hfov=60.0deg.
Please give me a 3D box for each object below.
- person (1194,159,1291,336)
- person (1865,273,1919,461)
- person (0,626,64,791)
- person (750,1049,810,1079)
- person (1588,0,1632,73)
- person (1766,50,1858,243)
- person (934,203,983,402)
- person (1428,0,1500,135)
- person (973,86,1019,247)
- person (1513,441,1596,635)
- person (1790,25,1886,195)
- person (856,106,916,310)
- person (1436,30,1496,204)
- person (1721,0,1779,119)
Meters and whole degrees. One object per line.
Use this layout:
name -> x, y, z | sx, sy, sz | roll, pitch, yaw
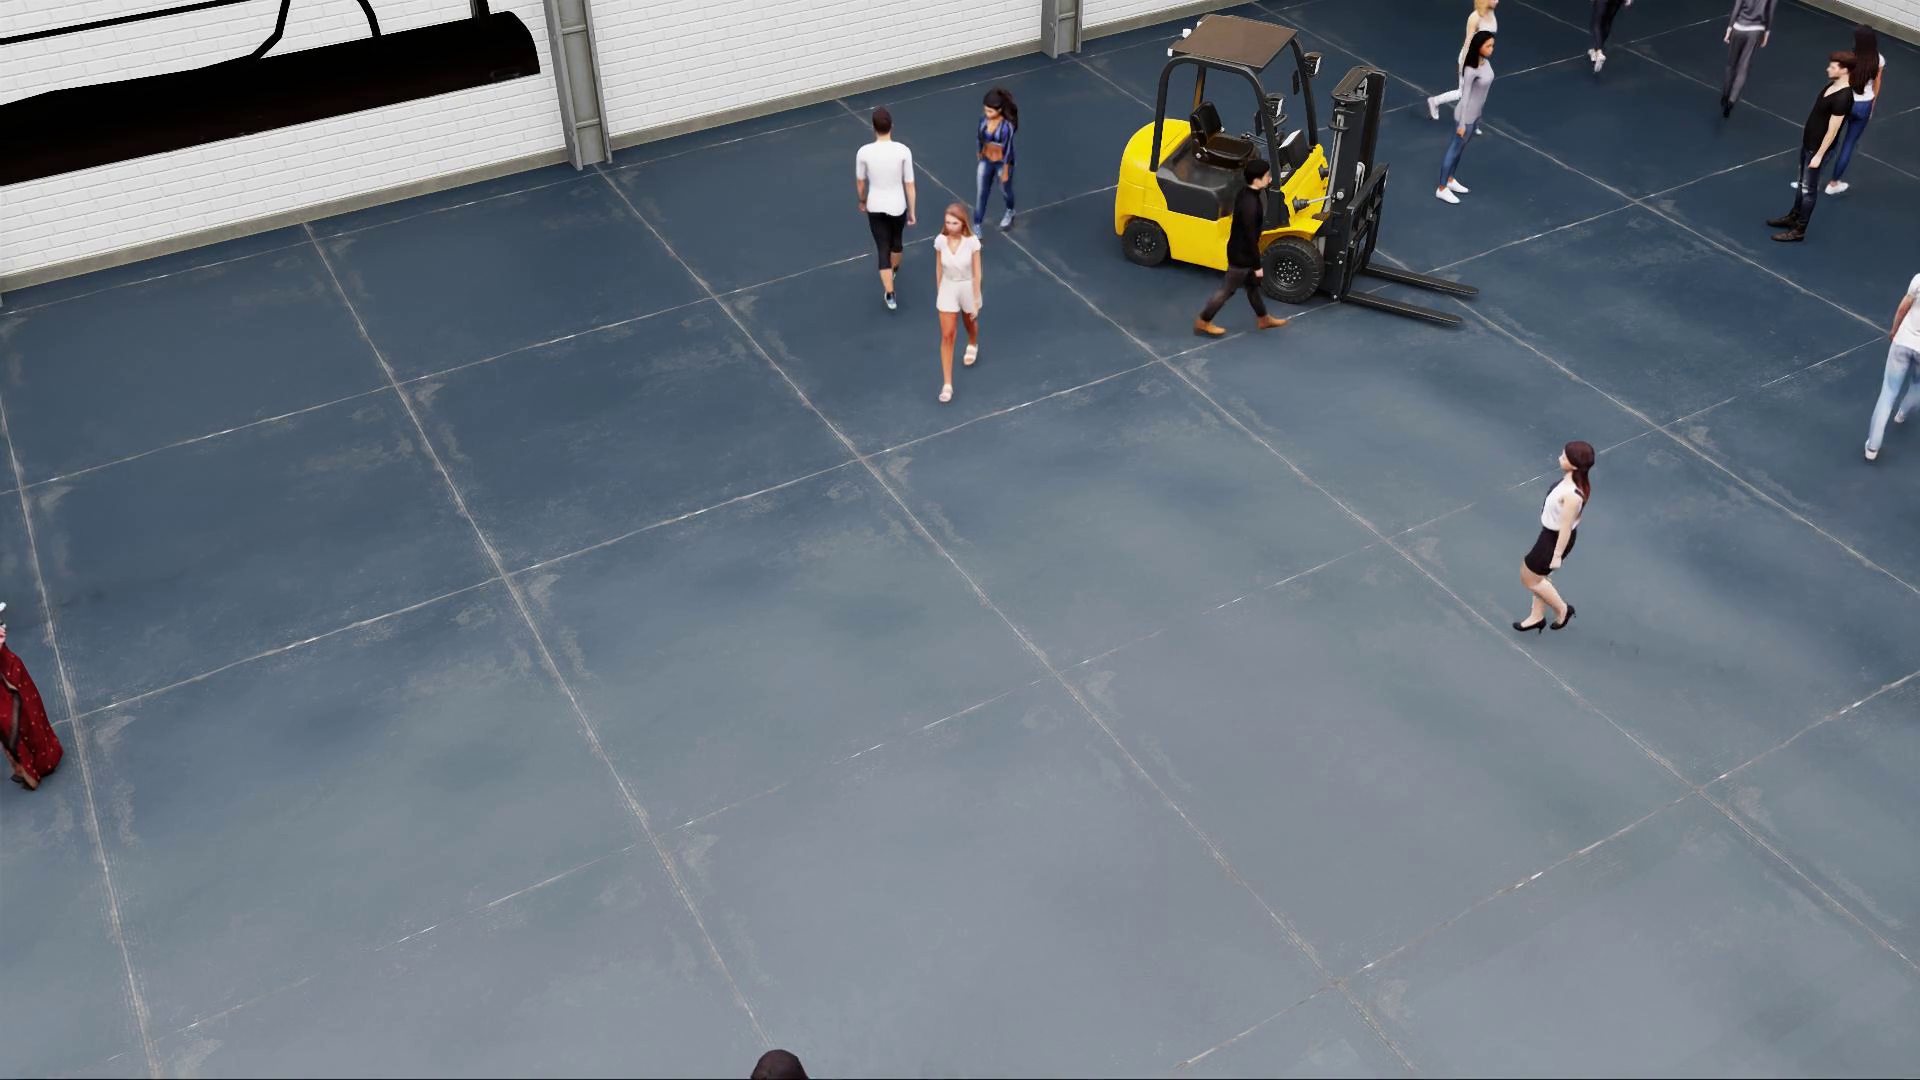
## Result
person -> 2.401, -2.517, 14.568 | 1.184, 1.684, 1.066 | 5, 39, 6
person -> 7.533, -1.449, 13.139 | 1.008, 1.799, 1.251 | 21, 43, 24
person -> -6.025, 0.843, 10.400 | 0.672, 1.637, 0.712 | -11, 40, -14
person -> -0.732, 2.906, 7.770 | 1.079, 1.695, 1.215 | 16, 41, 19
person -> 7.548, -6.274, 19.278 | 1.049, 1.679, 1.018 | 3, 39, 4
person -> 8.266, -3.790, 15.995 | 0.796, 1.894, 0.747 | 8, 39, 10
person -> 0.030, -2.097, 14.071 | 1.110, 1.650, 1.101 | 6, 39, 8
person -> 5.486, -5.226, 17.988 | 0.799, 1.651, 0.898 | 31, 48, 33
person -> 0.396, -3.643, 16.069 | 0.985, 1.573, 1.171 | 21, 43, 24
person -> 4.160, 0.039, 11.407 | 0.809, 1.636, 0.751 | 10, 40, 13
person -> 9.004, -4.309, 16.755 | 0.792, 1.757, 0.855 | 19, 43, 23
person -> -0.660, -2.944, 14.998 | 1.109, 1.817, 1.017 | -3, 39, -4
person -> 5.094, -4.275, 16.730 | 0.743, 1.734, 0.614 | 23, 44, 26
person -> 8.609, -5.487, 18.230 | 0.951, 1.756, 1.142 | 18, 42, 22
